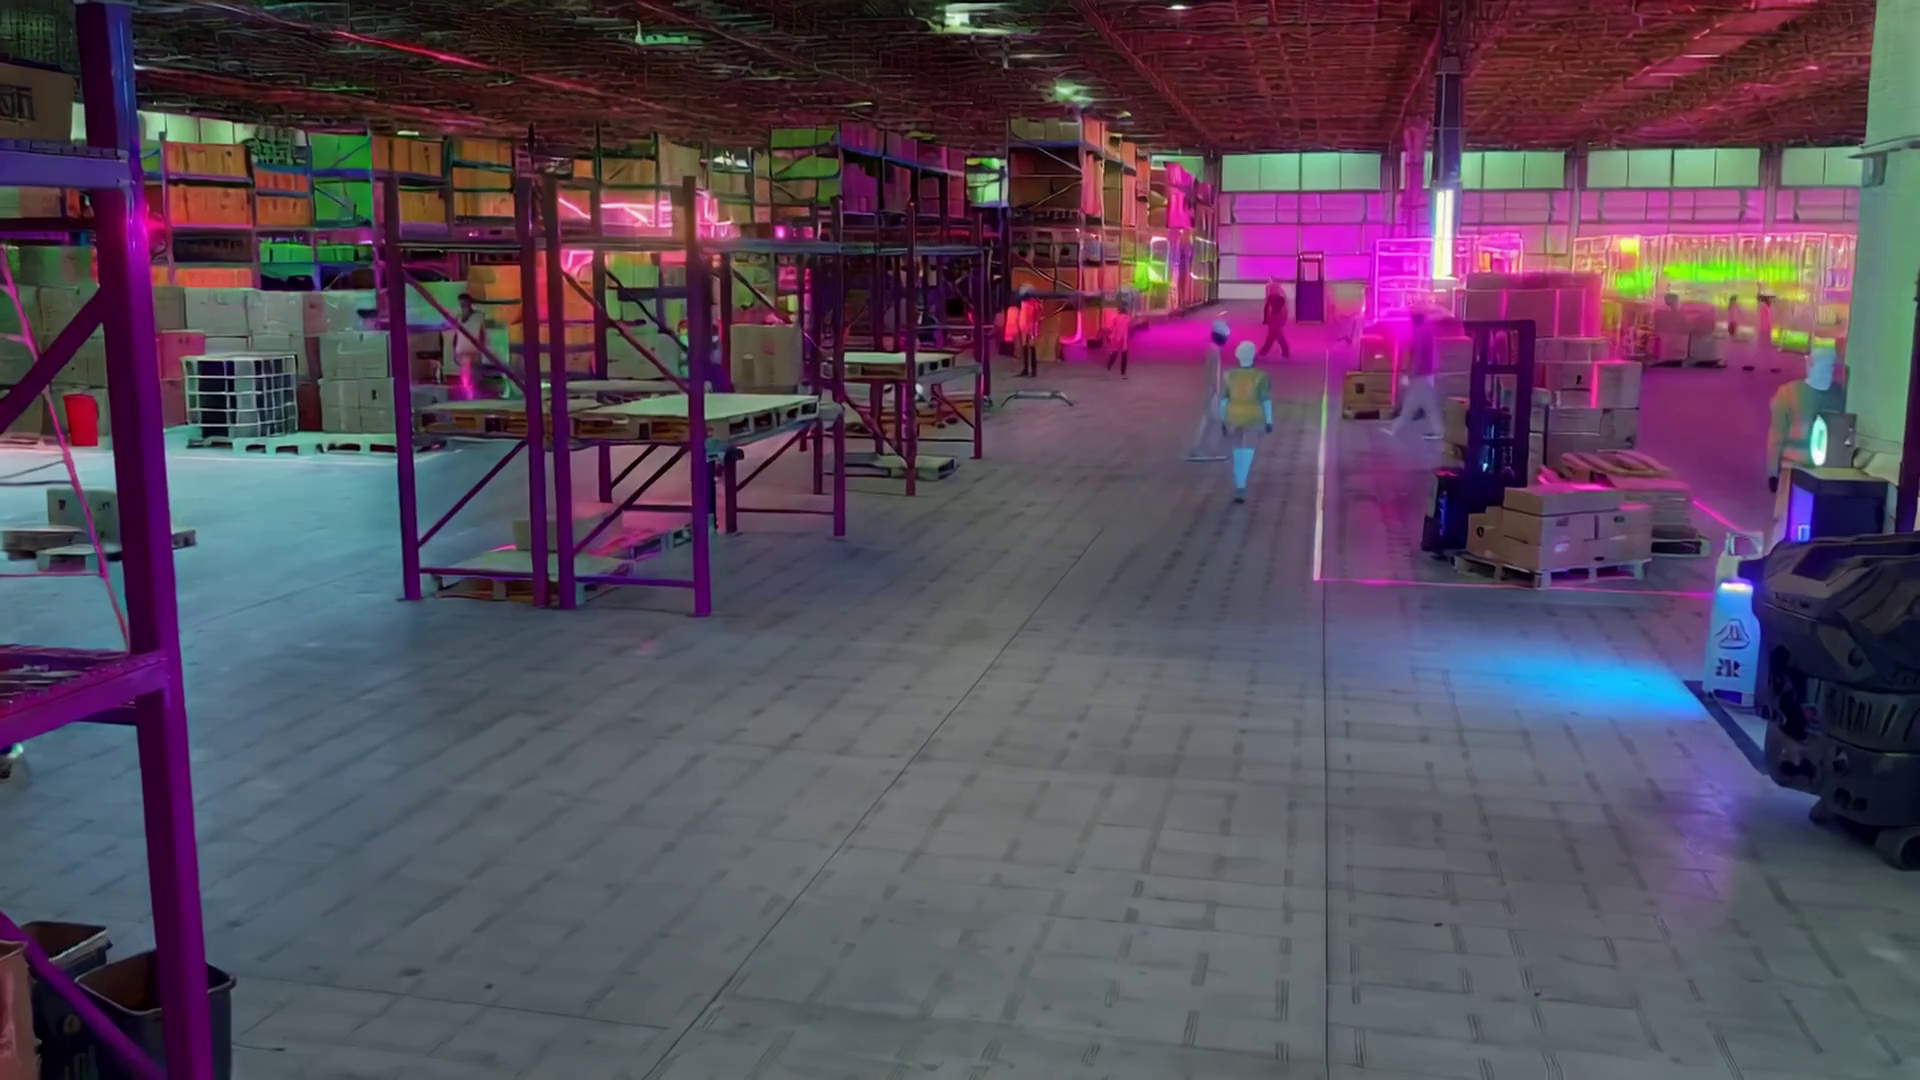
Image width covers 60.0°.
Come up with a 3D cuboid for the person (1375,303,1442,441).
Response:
[{"bbox_3d":[6.194,-2.293,22.737,0.982,1.875,0.599,5,11,28],"label":"person"}]

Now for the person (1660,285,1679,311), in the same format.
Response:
[{"bbox_3d":[22.219,-7.155,52.136,0.549,1.678,0.572,2,10,13],"label":"person"}]

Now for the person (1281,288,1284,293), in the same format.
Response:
[{"bbox_3d":[12.704,-9.586,66.668,0.514,1.612,0.598,7,12,35],"label":"person"}]

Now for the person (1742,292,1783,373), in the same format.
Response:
[{"bbox_3d":[17.549,-4.519,36.261,0.679,1.773,0.641,0,10,2],"label":"person"}]

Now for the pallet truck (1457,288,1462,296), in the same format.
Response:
[{"bbox_3d":[20.506,-9.785,68.819,0.653,1.274,1.630,2,10,12],"label":"pallet truck"}]

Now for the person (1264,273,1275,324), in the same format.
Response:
[{"bbox_3d":[11.908,-9.208,63.519,0.629,1.940,0.376,-1,10,-5],"label":"person"}]

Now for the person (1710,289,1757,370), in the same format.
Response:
[{"bbox_3d":[17.350,-4.697,37.143,0.875,1.837,0.508,2,10,9],"label":"person"}]

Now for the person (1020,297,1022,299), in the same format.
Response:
[{"bbox_3d":[2.176,-7.468,53.924,0.535,1.697,0.322,-4,11,-25],"label":"person"}]

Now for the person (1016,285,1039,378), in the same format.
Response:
[{"bbox_3d":[1.396,-4.357,34.797,0.373,1.934,0.552,-7,12,-37],"label":"person"}]

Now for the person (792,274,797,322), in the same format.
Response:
[{"bbox_3d":[-6.688,-9.626,66.142,0.974,1.884,0.544,2,10,13],"label":"person"}]

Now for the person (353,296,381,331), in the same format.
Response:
[{"bbox_3d":[-8.921,-2.712,25.119,0.395,1.923,0.552,-5,11,-28],"label":"person"}]

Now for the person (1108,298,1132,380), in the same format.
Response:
[{"bbox_3d":[3.294,-4.149,34.290,0.550,1.685,0.416,-4,10,-23],"label":"person"}]

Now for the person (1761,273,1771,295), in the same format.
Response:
[{"bbox_3d":[34.598,-10.543,71.604,0.709,1.887,0.652,4,10,21],"label":"person"}]

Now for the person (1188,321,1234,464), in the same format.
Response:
[{"bbox_3d":[3.114,-1.784,20.169,0.724,1.726,0.574,2,10,11],"label":"person"}]

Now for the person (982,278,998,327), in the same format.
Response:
[{"bbox_3d":[0.898,-7.601,54.205,0.679,1.860,0.952,1,10,5],"label":"person"}]

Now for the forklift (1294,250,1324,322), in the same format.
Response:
[{"bbox_3d":[13.778,-10.002,65.433,1.129,2.768,1.873,2,10,12],"label":"forklift"}]

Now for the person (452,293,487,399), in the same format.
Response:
[{"bbox_3d":[-8.032,-3.076,27.264,0.587,1.920,0.392,1,10,7],"label":"person"}]

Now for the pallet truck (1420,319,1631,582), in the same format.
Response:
[{"bbox_3d":[4.543,-0.757,13.299,0.823,1.965,1.885,-4,10,-22],"label":"pallet truck"}]

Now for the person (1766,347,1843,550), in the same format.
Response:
[{"bbox_3d":[6.250,-0.495,12.209,0.634,1.841,0.429,1,10,6],"label":"person"}]

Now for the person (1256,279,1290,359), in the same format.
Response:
[{"bbox_3d":[7.878,-5.544,41.519,1.018,2.000,0.679,6,11,33],"label":"person"}]

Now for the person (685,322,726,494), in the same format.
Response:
[{"bbox_3d":[-2.599,-1.363,17.394,0.547,1.821,0.625,-6,11,-31],"label":"person"}]

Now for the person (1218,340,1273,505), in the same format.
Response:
[{"bbox_3d":[2.883,-1.200,16.920,0.531,1.660,0.855,5,11,28],"label":"person"}]
